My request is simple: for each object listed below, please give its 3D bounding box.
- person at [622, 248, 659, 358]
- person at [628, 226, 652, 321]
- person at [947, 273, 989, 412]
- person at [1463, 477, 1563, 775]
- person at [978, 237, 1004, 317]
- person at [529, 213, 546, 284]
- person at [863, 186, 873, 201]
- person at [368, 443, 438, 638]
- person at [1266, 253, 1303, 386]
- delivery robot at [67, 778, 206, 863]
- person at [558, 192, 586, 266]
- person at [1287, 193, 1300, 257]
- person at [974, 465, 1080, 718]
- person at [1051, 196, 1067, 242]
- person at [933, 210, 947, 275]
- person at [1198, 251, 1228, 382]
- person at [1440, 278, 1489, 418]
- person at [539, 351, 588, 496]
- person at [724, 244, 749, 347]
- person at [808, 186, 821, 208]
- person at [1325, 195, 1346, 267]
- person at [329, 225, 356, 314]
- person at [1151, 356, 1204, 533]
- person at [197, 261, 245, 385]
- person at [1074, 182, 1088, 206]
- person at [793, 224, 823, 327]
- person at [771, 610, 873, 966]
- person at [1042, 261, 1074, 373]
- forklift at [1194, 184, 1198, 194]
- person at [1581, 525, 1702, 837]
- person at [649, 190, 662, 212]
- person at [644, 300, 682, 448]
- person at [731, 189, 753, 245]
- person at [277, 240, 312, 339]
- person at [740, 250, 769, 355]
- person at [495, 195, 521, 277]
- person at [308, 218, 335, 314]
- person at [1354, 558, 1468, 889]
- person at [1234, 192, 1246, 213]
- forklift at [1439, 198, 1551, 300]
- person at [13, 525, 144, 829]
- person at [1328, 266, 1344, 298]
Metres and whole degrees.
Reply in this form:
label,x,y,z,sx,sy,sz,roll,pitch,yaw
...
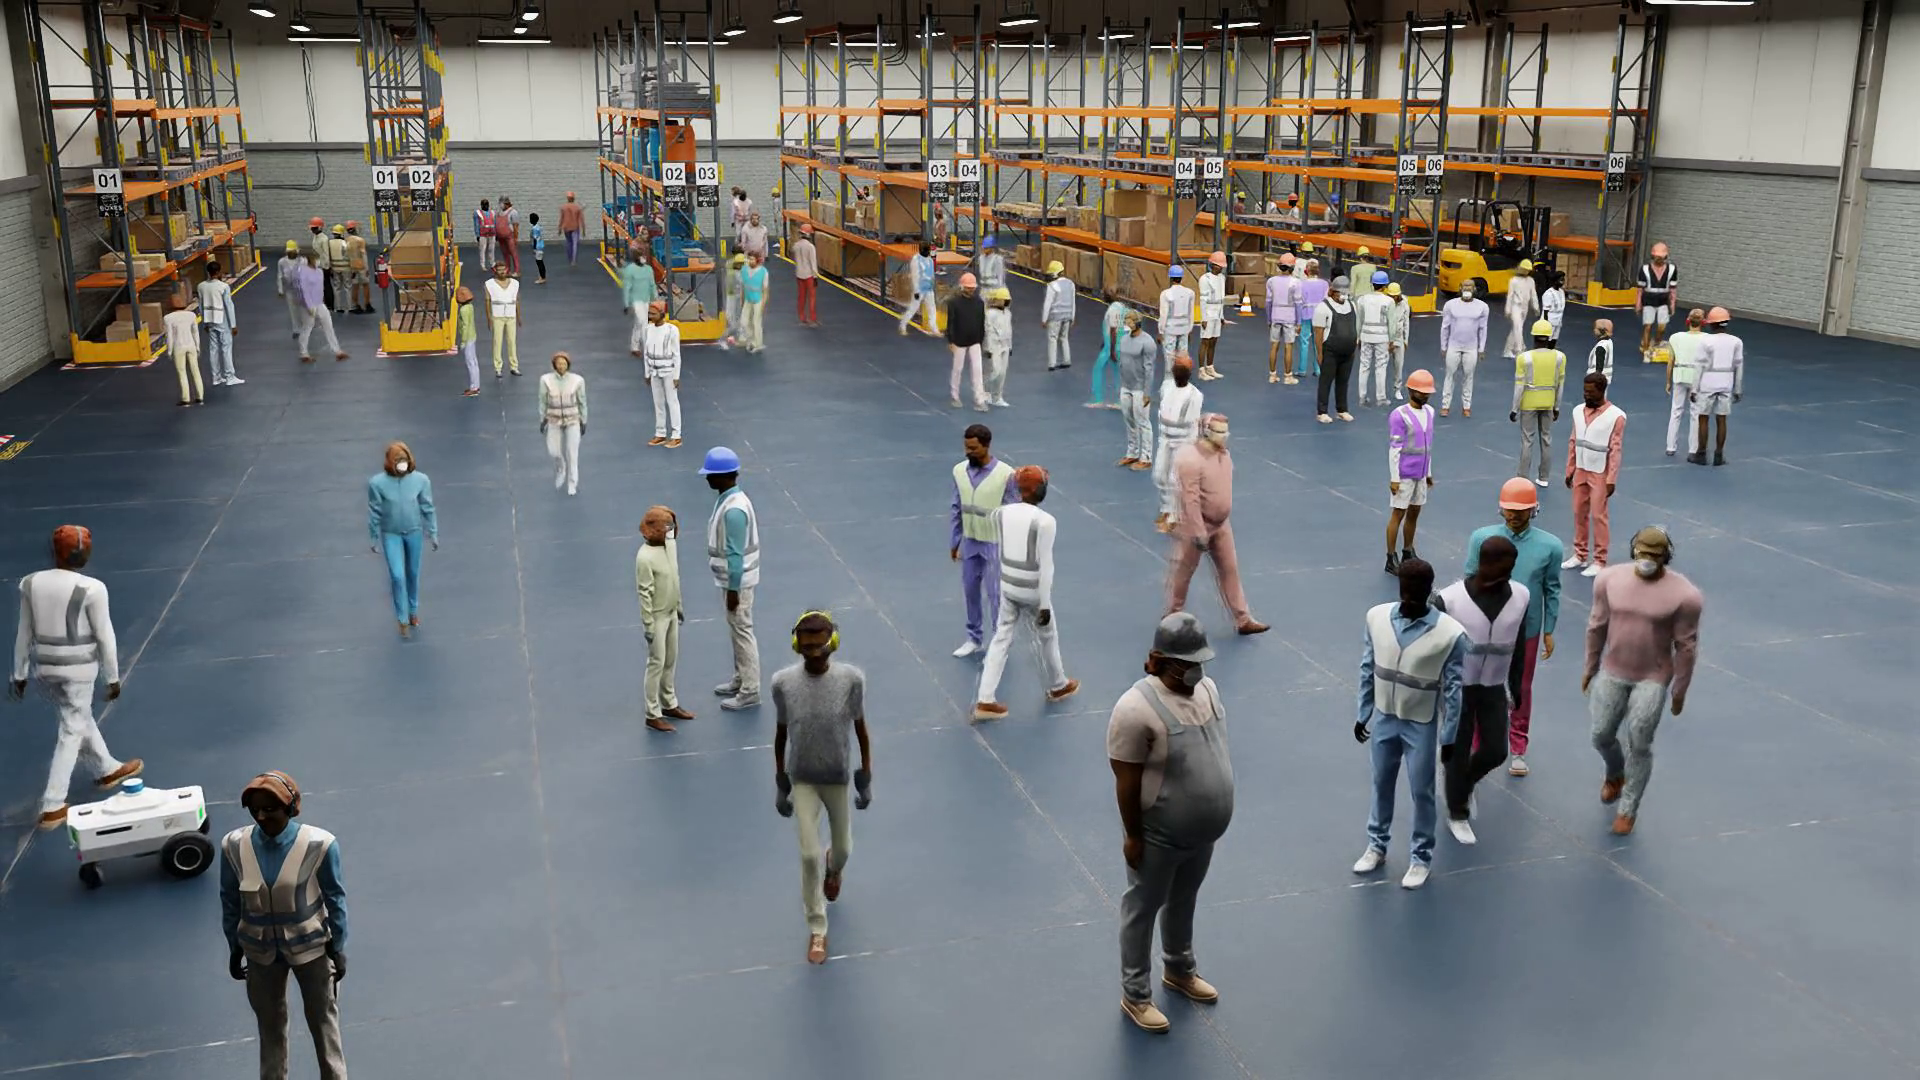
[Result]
label,x,y,z,sx,sy,sz,roll,pitch,yaw
person,-5.356,-4.017,28.338,0.985,1.888,0.655,10,18,34
person,-6.313,-5.281,33.100,0.401,1.893,0.652,5,16,19
person,0.103,-2.830,23.758,0.632,1.959,0.862,-7,16,-23
person,3.594,0.560,10.916,0.622,1.994,0.381,5,16,19
person,0.555,-4.663,30.795,0.622,1.882,1.054,12,19,37
person,-10.157,-7.005,39.976,0.322,1.690,0.533,-1,15,-5
person,-2.708,-9.532,49.167,0.503,1.859,0.338,12,19,38
person,-4.590,-0.005,13.785,0.521,1.599,0.757,-8,17,-28
person,5.032,-3.419,25.796,0.608,2.044,0.371,11,19,36
delivery robot,-4.722,1.610,9.547,0.707,0.478,0.477,-7,17,-26
person,-10.345,-8.287,44.390,0.683,1.917,1.107,0,15,-2
person,8.713,-8.120,43.691,0.357,1.937,0.550,0,15,1
person,0.461,0.366,11.988,0.589,1.832,1.023,14,20,41
person,2.714,-8.298,44.624,0.592,1.812,0.572,-4,15,-13
person,-0.509,-7.524,42.043,0.317,1.630,0.513,-5,16,-18
person,4.003,-3.527,26.225,0.396,2.033,0.605,13,19,39
person,7.015,-2.675,23.198,0.627,1.941,0.371,4,15,14
person,-4.438,-1.306,18.633,0.542,1.624,0.365,-2,15,-8
person,-3.963,-4.385,29.840,0.646,1.825,0.445,8,17,27
person,-4.150,-9.261,48.000,0.380,1.928,0.586,-9,17,-31
person,9.905,-8.153,43.914,0.634,1.887,0.650,-3,15,-11
person,-12.754,-5.580,34.334,0.592,1.833,0.404,2,15,8
person,2.205,-0.968,16.960,0.363,1.848,0.648,-12,19,-39
person,-11.519,-3.366,25.837,0.598,1.917,0.375,4,16,16
person,3.752,-10.213,51.750,0.429,1.842,0.632,1,15,3
person,-2.983,-5.171,32.495,0.622,1.992,0.418,14,20,41
person,-0.724,1.222,8.714,0.520,1.851,0.722,-1,15,-5
person,1.604,-3.627,27.019,0.619,1.818,0.414,-14,21,-43
forklift,7.392,-11.333,53.972,1.873,2.768,1.129,-4,15,-15
person,4.103,0.824,10.070,0.640,1.923,0.478,11,18,35
person,-8.392,-8.746,46.107,0.399,1.919,0.601,-13,19,-39
person,-3.800,-2.119,21.229,0.578,1.879,0.349,9,17,30
person,-6.295,-9.232,48.123,0.636,1.820,0.614,-4,16,-16
person,-12.324,-4.644,30.832,0.611,1.822,0.403,-1,15,-3
person,-3.566,-4.096,28.768,0.606,1.816,0.476,8,17,29
person,-11.328,-7.590,41.498,0.679,2.000,0.535,10,18,32
person,-13.142,-5.634,34.254,0.400,1.990,0.616,-12,19,-38
person,2.537,1.011,9.390,0.594,1.911,0.385,12,19,39
person,8.009,-9.079,47.653,0.350,1.758,0.522,-6,16,-21
forklift,11.913,-6.508,37.130,2.313,2.155,1.214,-4,15,-15
person,-5.519,0.811,10.326,0.619,1.826,0.931,4,15,13
person,6.139,-3.621,27.218,0.320,1.698,0.531,8,17,29
